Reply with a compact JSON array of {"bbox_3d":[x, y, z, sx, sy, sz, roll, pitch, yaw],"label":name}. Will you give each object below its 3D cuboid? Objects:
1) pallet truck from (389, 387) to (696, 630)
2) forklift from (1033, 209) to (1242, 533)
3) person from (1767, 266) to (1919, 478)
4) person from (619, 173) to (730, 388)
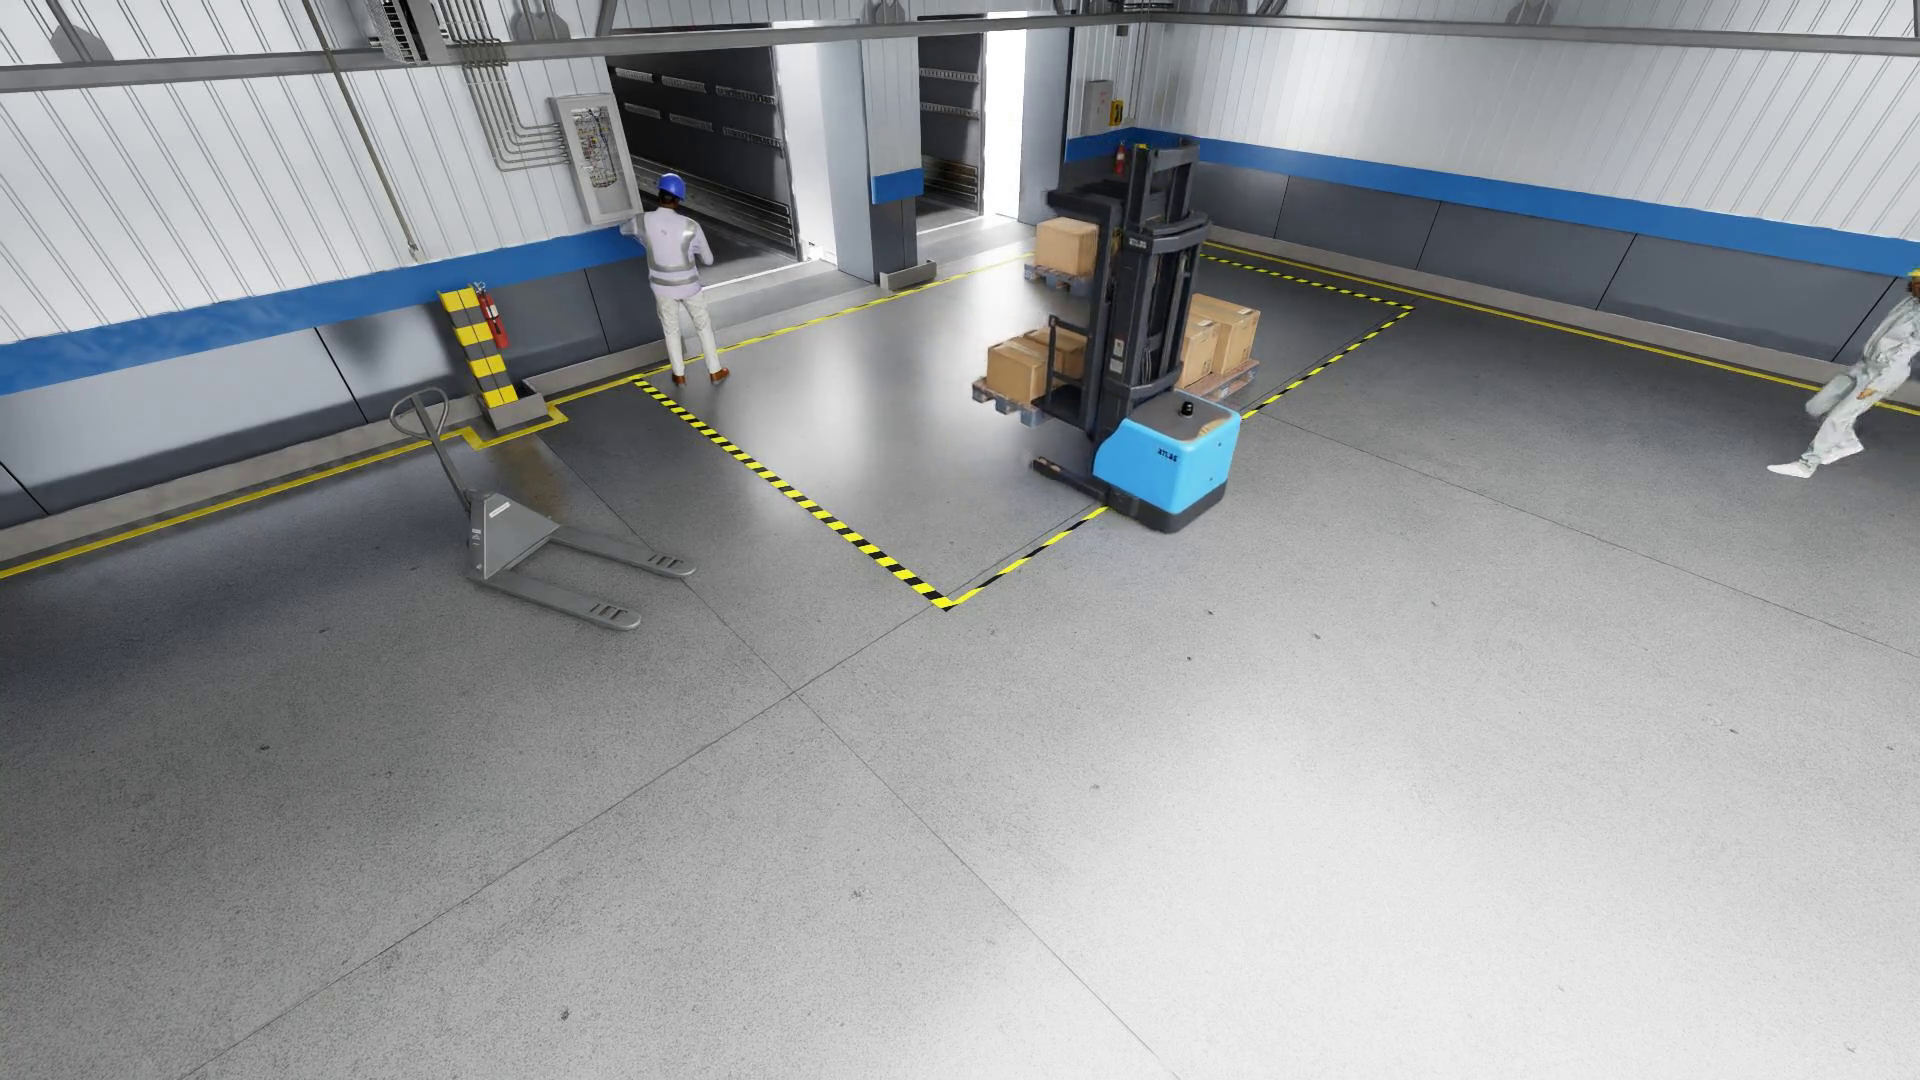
[{"bbox_3d":[-2.613,-0.247,4.593,1.601,1.201,0.680,14,40,17],"label":"pallet truck"},{"bbox_3d":[1.463,-1.136,5.087,0.716,2.013,0.776,-30,47,-33],"label":"forklift"},{"bbox_3d":[6.874,-1.226,5.462,0.531,1.720,0.507,15,40,19],"label":"person"},{"bbox_3d":[-2.668,-2.428,6.891,0.772,1.883,0.773,-8,38,-10],"label":"person"}]
